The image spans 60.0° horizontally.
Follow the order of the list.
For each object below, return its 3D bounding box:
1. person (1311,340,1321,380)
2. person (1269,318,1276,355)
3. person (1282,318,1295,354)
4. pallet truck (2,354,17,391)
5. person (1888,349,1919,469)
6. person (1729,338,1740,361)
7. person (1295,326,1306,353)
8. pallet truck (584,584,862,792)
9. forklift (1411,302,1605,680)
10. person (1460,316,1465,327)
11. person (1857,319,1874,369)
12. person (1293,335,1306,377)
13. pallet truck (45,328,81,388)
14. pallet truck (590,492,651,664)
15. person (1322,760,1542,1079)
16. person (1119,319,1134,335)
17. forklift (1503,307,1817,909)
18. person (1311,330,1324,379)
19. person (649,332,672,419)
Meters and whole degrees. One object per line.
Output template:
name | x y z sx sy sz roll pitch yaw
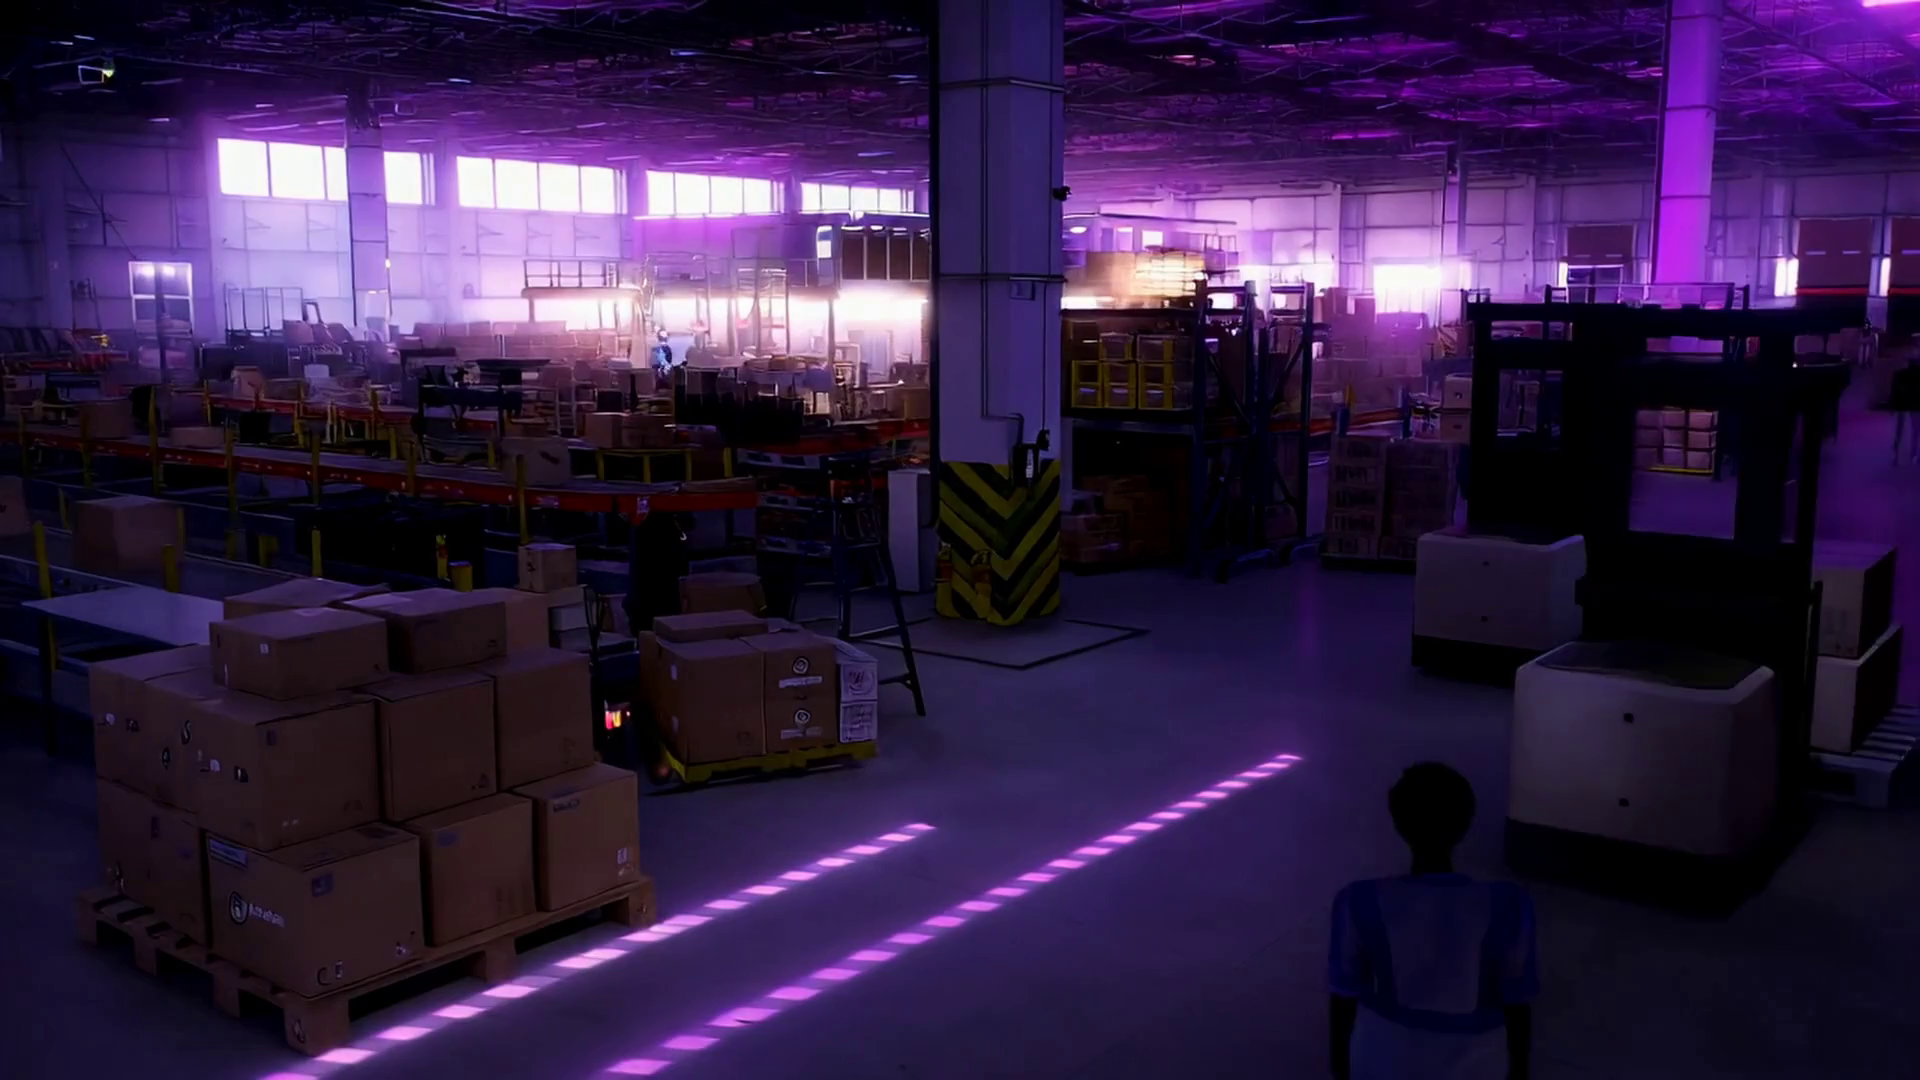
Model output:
person | 11.009 -5.633 51.691 0.591 1.750 0.529 7 11 40
person | 14.395 -9.343 76.698 0.323 1.742 0.492 -2 9 -16
person | 15.616 -9.770 79.067 0.945 1.902 0.677 5 10 29
pallet truck | -24.881 -4.417 42.634 1.885 1.965 0.823 8 11 41
person | 15.683 -2.158 27.474 0.668 1.978 0.376 1 9 9
person | 19.106 -4.135 41.436 1.010 1.807 0.549 -1 8 -5
person | 12.003 -6.695 58.519 0.775 1.852 0.513 -8 12 -44
pallet truck | -1.426 0.805 10.019 1.601 1.201 0.680 -4 9 -26
forklift | 4.379 -0.438 12.852 1.129 2.768 1.873 7 11 37
person | 24.060 -9.895 80.212 0.941 1.798 0.626 1 8 4
person | 34.534 -7.470 63.440 0.589 1.930 0.360 1 8 5
person | 9.626 -4.951 46.688 0.571 1.872 1.051 -5 10 -31
pallet truck | -23.775 -4.544 43.495 1.885 1.965 0.823 6 10 35
pallet truck | -3.115 0.344 12.883 0.653 1.274 1.630 7 11 37
person | 1.221 1.412 4.357 0.551 1.685 0.393 2 9 12
person | 6.283 -7.370 62.648 0.602 1.967 0.366 3 9 16
forklift | 3.639 0.217 8.439 1.129 2.768 1.873 6 11 37
person | 9.373 -4.577 43.914 0.379 1.938 0.547 8 11 42
person | -6.937 -3.808 38.461 0.757 2.024 0.611 8 12 44
